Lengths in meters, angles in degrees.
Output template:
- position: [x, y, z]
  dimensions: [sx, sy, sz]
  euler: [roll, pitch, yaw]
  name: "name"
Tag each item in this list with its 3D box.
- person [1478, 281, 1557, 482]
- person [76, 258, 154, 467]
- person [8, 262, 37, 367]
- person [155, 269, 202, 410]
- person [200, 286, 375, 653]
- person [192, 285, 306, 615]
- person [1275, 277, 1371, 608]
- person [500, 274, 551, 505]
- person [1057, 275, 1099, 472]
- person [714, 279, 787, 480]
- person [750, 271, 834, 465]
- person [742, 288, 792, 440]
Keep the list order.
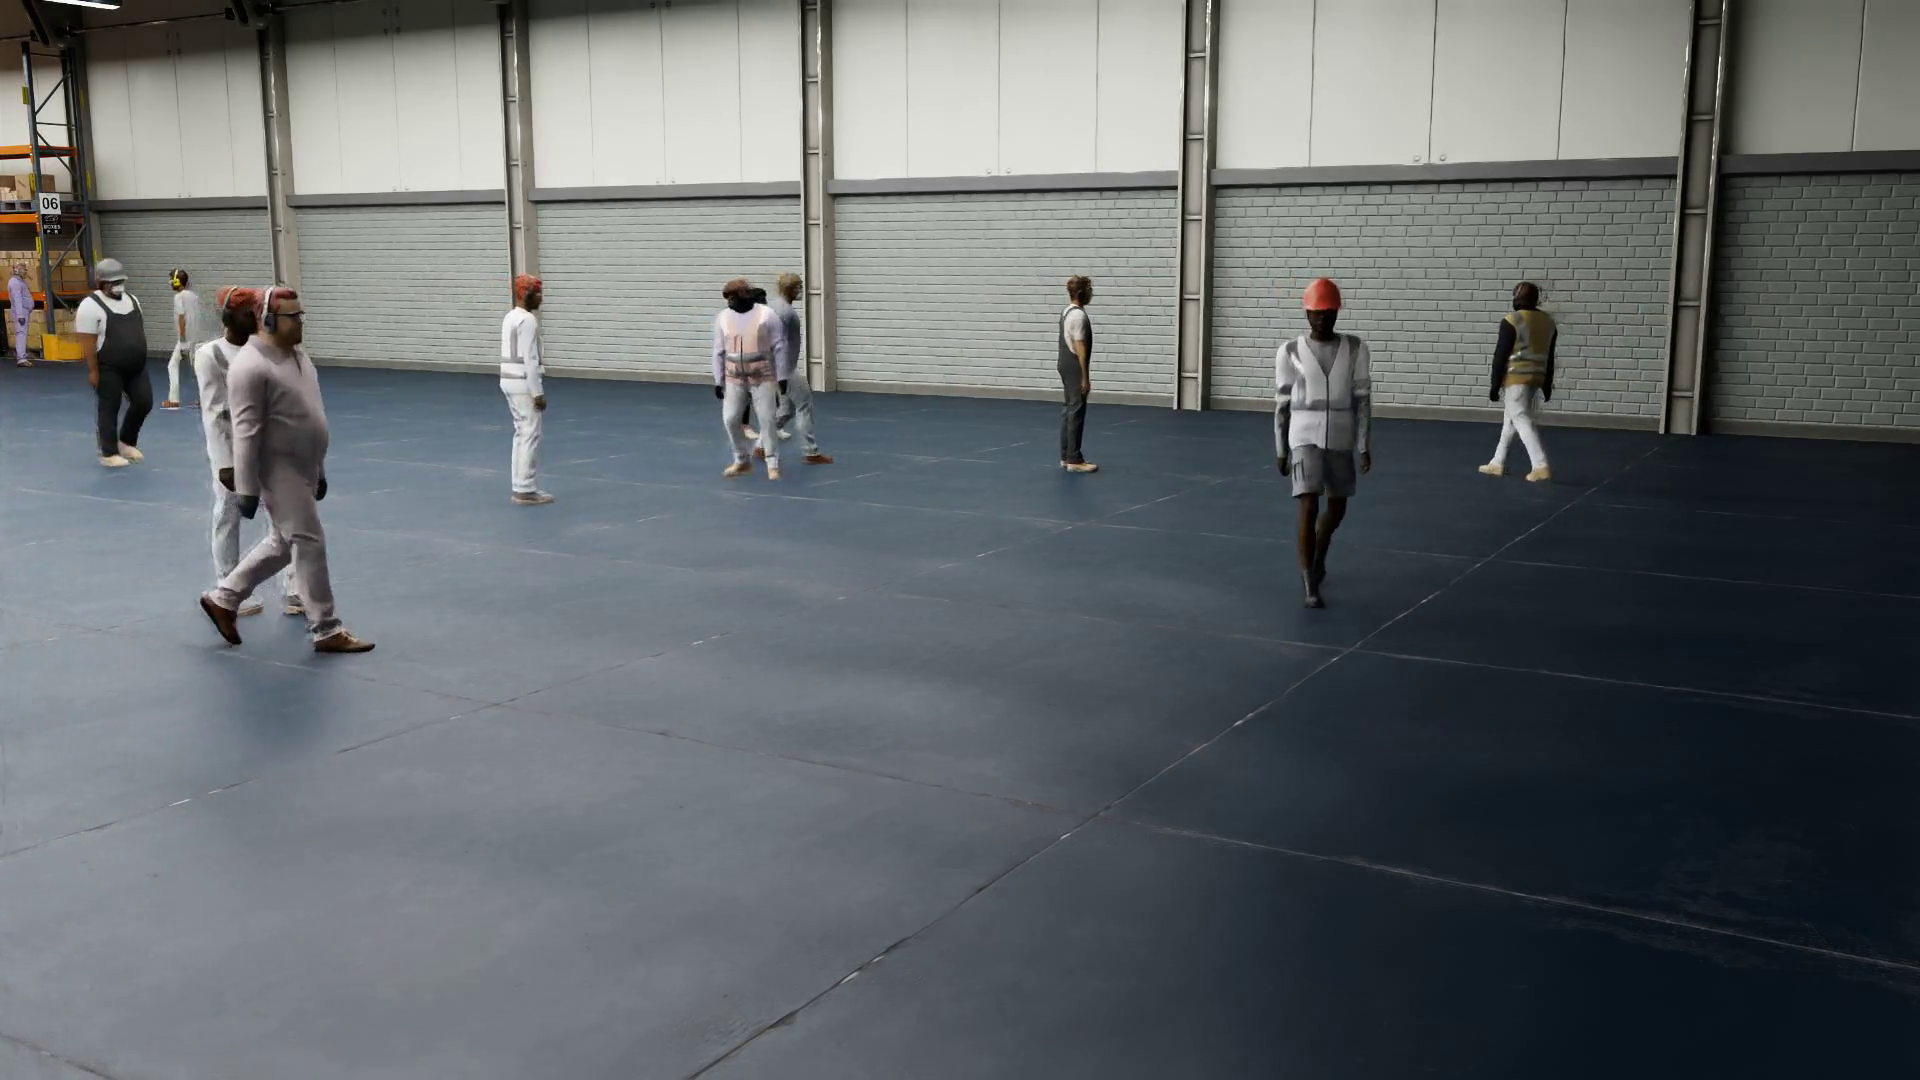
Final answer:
- position: [5.093, -1.435, 15.061]
  dimensions: [0.635, 1.801, 0.940]
  euler: [-6, 11, -30]
  name: "person"
- position: [-8.083, -1.710, 15.952]
  dimensions: [0.546, 2.000, 0.710]
  euler: [4, 11, 23]
  name: "person"
- position: [-17.146, -4.115, 30.433]
  dimensions: [0.402, 1.904, 0.651]
  euler: [-5, 11, -27]
  name: "person"
- position: [-10.265, -2.619, 21.843]
  dimensions: [0.819, 1.837, 0.569]
  euler: [0, 10, 2]
  name: "person"
- position: [-3.489, -0.350, 8.467]
  dimensions: [0.883, 1.879, 0.646]
  euler: [0, 10, 1]
  name: "person"
- position: [-3.886, -0.469, 9.224]
  dimensions: [0.856, 1.848, 0.594]
  euler: [4, 11, 23]
  name: "person"
- position: [2.130, -0.598, 9.839]
  dimensions: [0.548, 1.911, 0.826]
  euler: [0, 10, 2]
  name: "person"
- position: [-3.568, -1.227, 13.606]
  dimensions: [0.402, 1.872, 0.601]
  euler: [-6, 11, -31]
  name: "person"
- position: [1.102, -1.556, 15.629]
  dimensions: [0.358, 1.842, 0.541]
  euler: [-2, 10, -14]
  name: "person"
- position: [-1.894, -1.443, 15.077]
  dimensions: [0.687, 1.816, 0.433]
  euler: [2, 10, 12]
  name: "person"
- position: [-1.641, -1.643, 16.049]
  dimensions: [0.806, 1.882, 0.667]
  euler: [-2, 10, -12]
  name: "person"
- position: [-2.144, -1.904, 18.155]
  dimensions: [0.752, 1.661, 0.546]
  euler: [7, 12, 37]
  name: "person"
